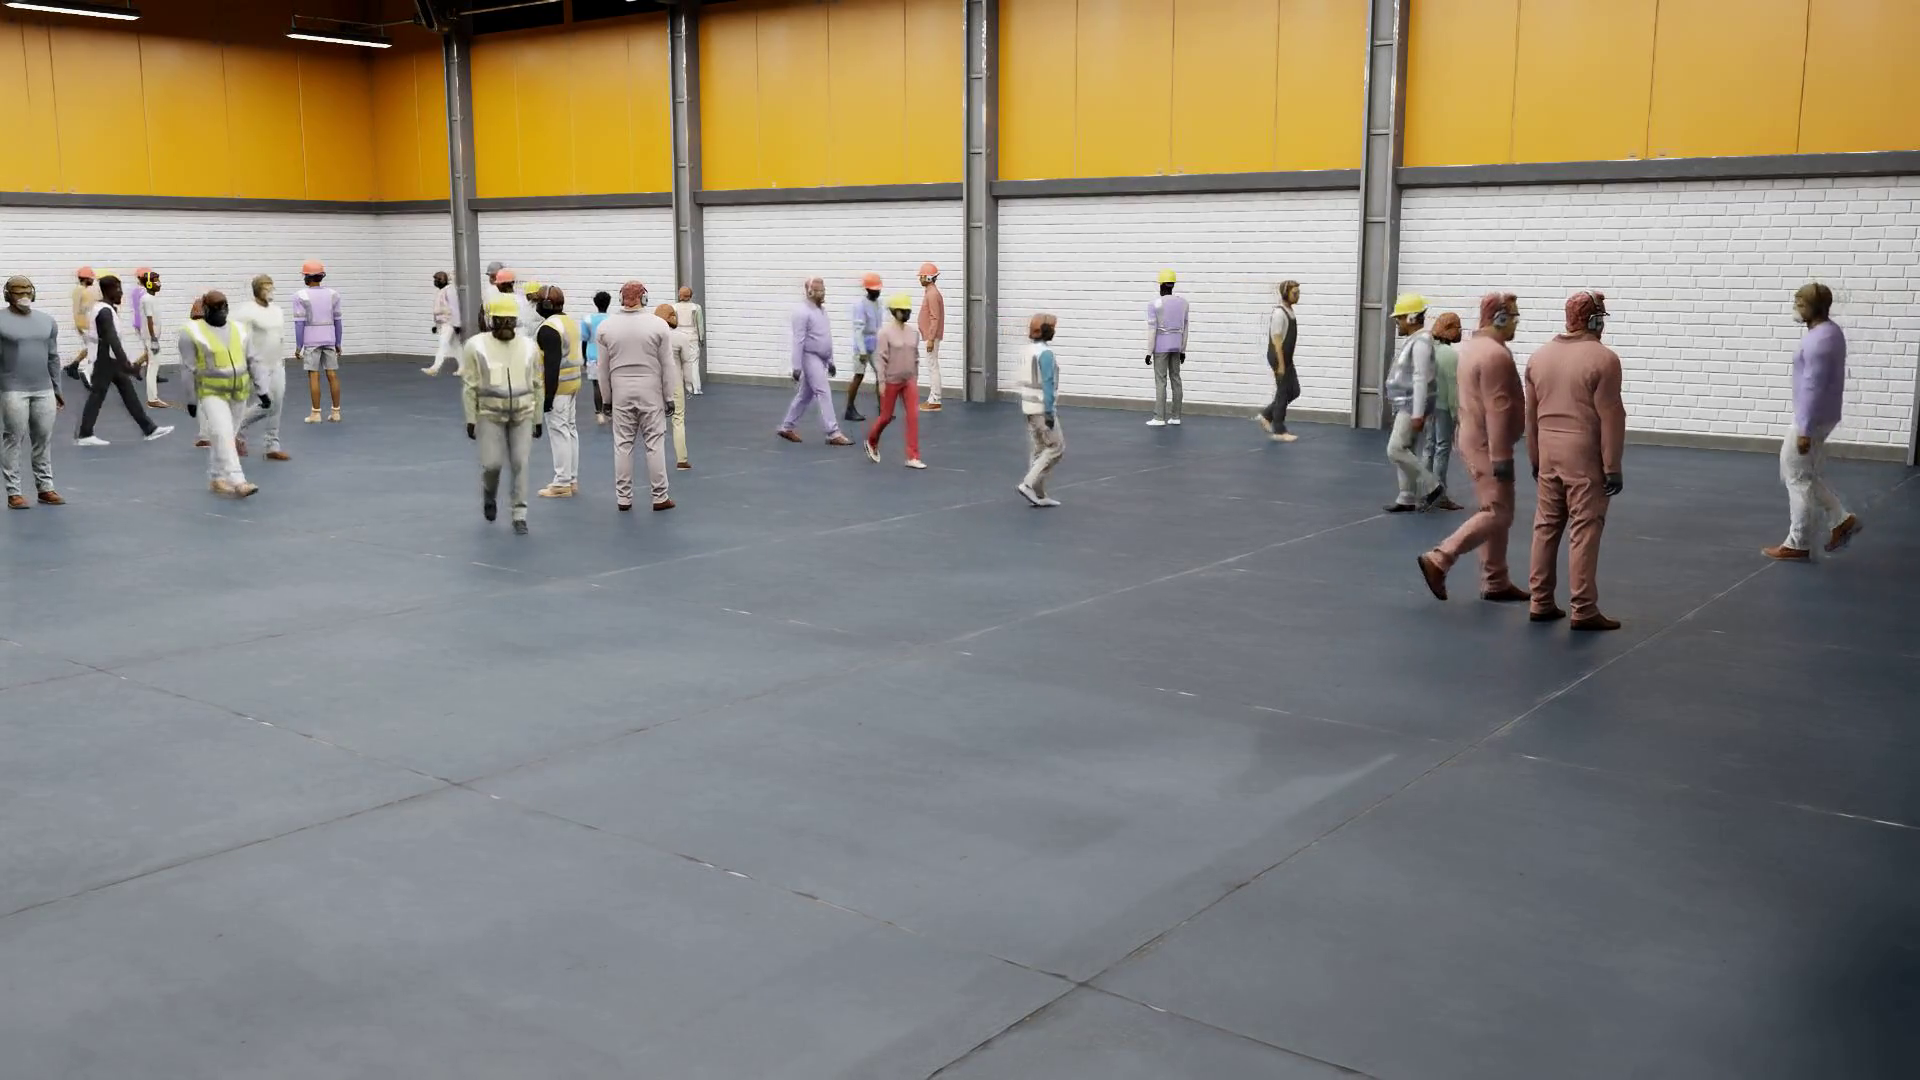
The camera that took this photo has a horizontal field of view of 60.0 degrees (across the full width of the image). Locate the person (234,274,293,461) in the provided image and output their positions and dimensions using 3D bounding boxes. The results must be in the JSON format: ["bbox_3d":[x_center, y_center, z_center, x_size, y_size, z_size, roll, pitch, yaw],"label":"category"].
[{"bbox_3d":[-7.124,-1.737,16.891,0.529,1.923,0.630,2,10,14],"label":"person"}]

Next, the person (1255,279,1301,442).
[{"bbox_3d":[3.619,-2.016,18.740,0.457,1.832,0.546,5,11,25],"label":"person"}]

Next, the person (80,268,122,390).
[{"bbox_3d":[-13.295,-3.256,25.800,0.589,1.899,0.817,3,10,18],"label":"person"}]

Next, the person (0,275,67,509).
[{"bbox_3d":[-7.797,-1.233,13.885,0.353,1.936,0.635,6,12,32],"label":"person"}]

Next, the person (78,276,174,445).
[{"bbox_3d":[-9.362,-1.987,18.486,1.001,1.867,0.614,-4,10,-21],"label":"person"}]

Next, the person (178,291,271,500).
[{"bbox_3d":[-6.373,-1.258,14.457,0.951,1.794,0.637,7,12,34],"label":"person"}]

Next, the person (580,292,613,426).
[{"bbox_3d":[-4.430,-2.250,20.642,0.540,1.652,0.857,-2,10,-11],"label":"person"}]

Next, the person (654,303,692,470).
[{"bbox_3d":[-2.871,-1.495,16.289,0.507,1.631,0.278,0,10,0],"label":"person"}]

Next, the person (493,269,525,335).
[{"bbox_3d":[-6.010,-2.665,22.286,0.438,1.923,0.546,1,10,5],"label":"person"}]

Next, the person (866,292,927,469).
[{"bbox_3d":[-0.638,-1.594,16.537,0.528,1.737,0.805,-7,12,-35],"label":"person"}]

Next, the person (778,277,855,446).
[{"bbox_3d":[-1.642,-1.987,18.510,0.977,1.865,0.659,3,10,18],"label":"person"}]

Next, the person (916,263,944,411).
[{"bbox_3d":[-0.407,-2.740,22.486,0.387,1.992,0.623,0,10,-2],"label":"person"}]

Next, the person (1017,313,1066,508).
[{"bbox_3d":[0.682,-1.064,13.766,0.352,1.625,0.544,-2,10,-14],"label":"person"}]

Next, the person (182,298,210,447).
[{"bbox_3d":[-8.252,-1.831,18.249,0.499,1.633,0.285,-9,13,-43],"label":"person"}]

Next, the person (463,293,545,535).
[{"bbox_3d":[-3.445,-0.956,12.600,0.611,1.821,0.490,-5,11,-27],"label":"person"}]

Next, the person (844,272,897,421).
[{"bbox_3d":[-1.137,-2.415,20.902,0.886,1.880,0.562,7,12,37],"label":"person"}]

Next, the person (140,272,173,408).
[{"bbox_3d":[-11.113,-2.756,22.942,0.336,1.873,0.521,-4,11,-24],"label":"person"}]

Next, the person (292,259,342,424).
[{"bbox_3d":[-8.012,-2.469,20.756,0.362,2.048,0.610,9,13,42],"label":"person"}]

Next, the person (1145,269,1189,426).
[{"bbox_3d":[2.535,-2.358,20.463,0.588,1.927,0.370,-5,11,-28],"label":"person"}]

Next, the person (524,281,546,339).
[{"bbox_3d":[-5.999,-2.790,23.536,0.484,1.736,0.308,6,11,30],"label":"person"}]

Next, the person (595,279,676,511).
[{"bbox_3d":[-2.648,-1.185,13.700,0.638,1.906,0.408,0,10,2],"label":"person"}]

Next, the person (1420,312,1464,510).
[{"bbox_3d":[4.014,-1.068,13.807,0.282,1.633,0.498,-2,10,-9],"label":"person"}]

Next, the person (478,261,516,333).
[{"bbox_3d":[-6.768,-3.107,24.494,0.644,2.000,0.695,2,10,14],"label":"person"}]

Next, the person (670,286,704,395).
[{"bbox_3d":[-4.099,-2.983,24.943,0.523,1.638,0.310,0,10,-1],"label":"person"}]

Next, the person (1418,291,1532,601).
[{"bbox_3d":[3.155,-0.541,9.983,0.680,1.890,0.690,2,10,9],"label":"person"}]

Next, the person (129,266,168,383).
[{"bbox_3d":[-13.329,-3.501,27.155,0.544,1.920,0.584,8,13,39],"label":"person"}]

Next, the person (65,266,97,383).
[{"bbox_3d":[-14.291,-3.504,27.147,0.577,1.920,0.514,8,13,40],"label":"person"}]

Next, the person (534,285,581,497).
[{"bbox_3d":[-3.534,-1.293,14.513,0.430,1.845,0.622,1,10,3],"label":"person"}]

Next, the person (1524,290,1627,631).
[{"bbox_3d":[3.495,-0.448,9.404,0.406,1.909,0.639,-5,11,-28],"label":"person"}]

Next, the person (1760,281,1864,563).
[{"bbox_3d":[5.817,-0.784,11.283,0.514,1.926,0.641,7,12,34],"label":"person"}]

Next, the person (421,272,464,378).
[{"bbox_3d":[-8.900,-3.702,28.631,0.923,1.805,0.657,-7,12,-35],"label":"person"}]

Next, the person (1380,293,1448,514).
[{"bbox_3d":[3.645,-1.080,13.392,0.437,1.804,0.594,2,10,13],"label":"person"}]
